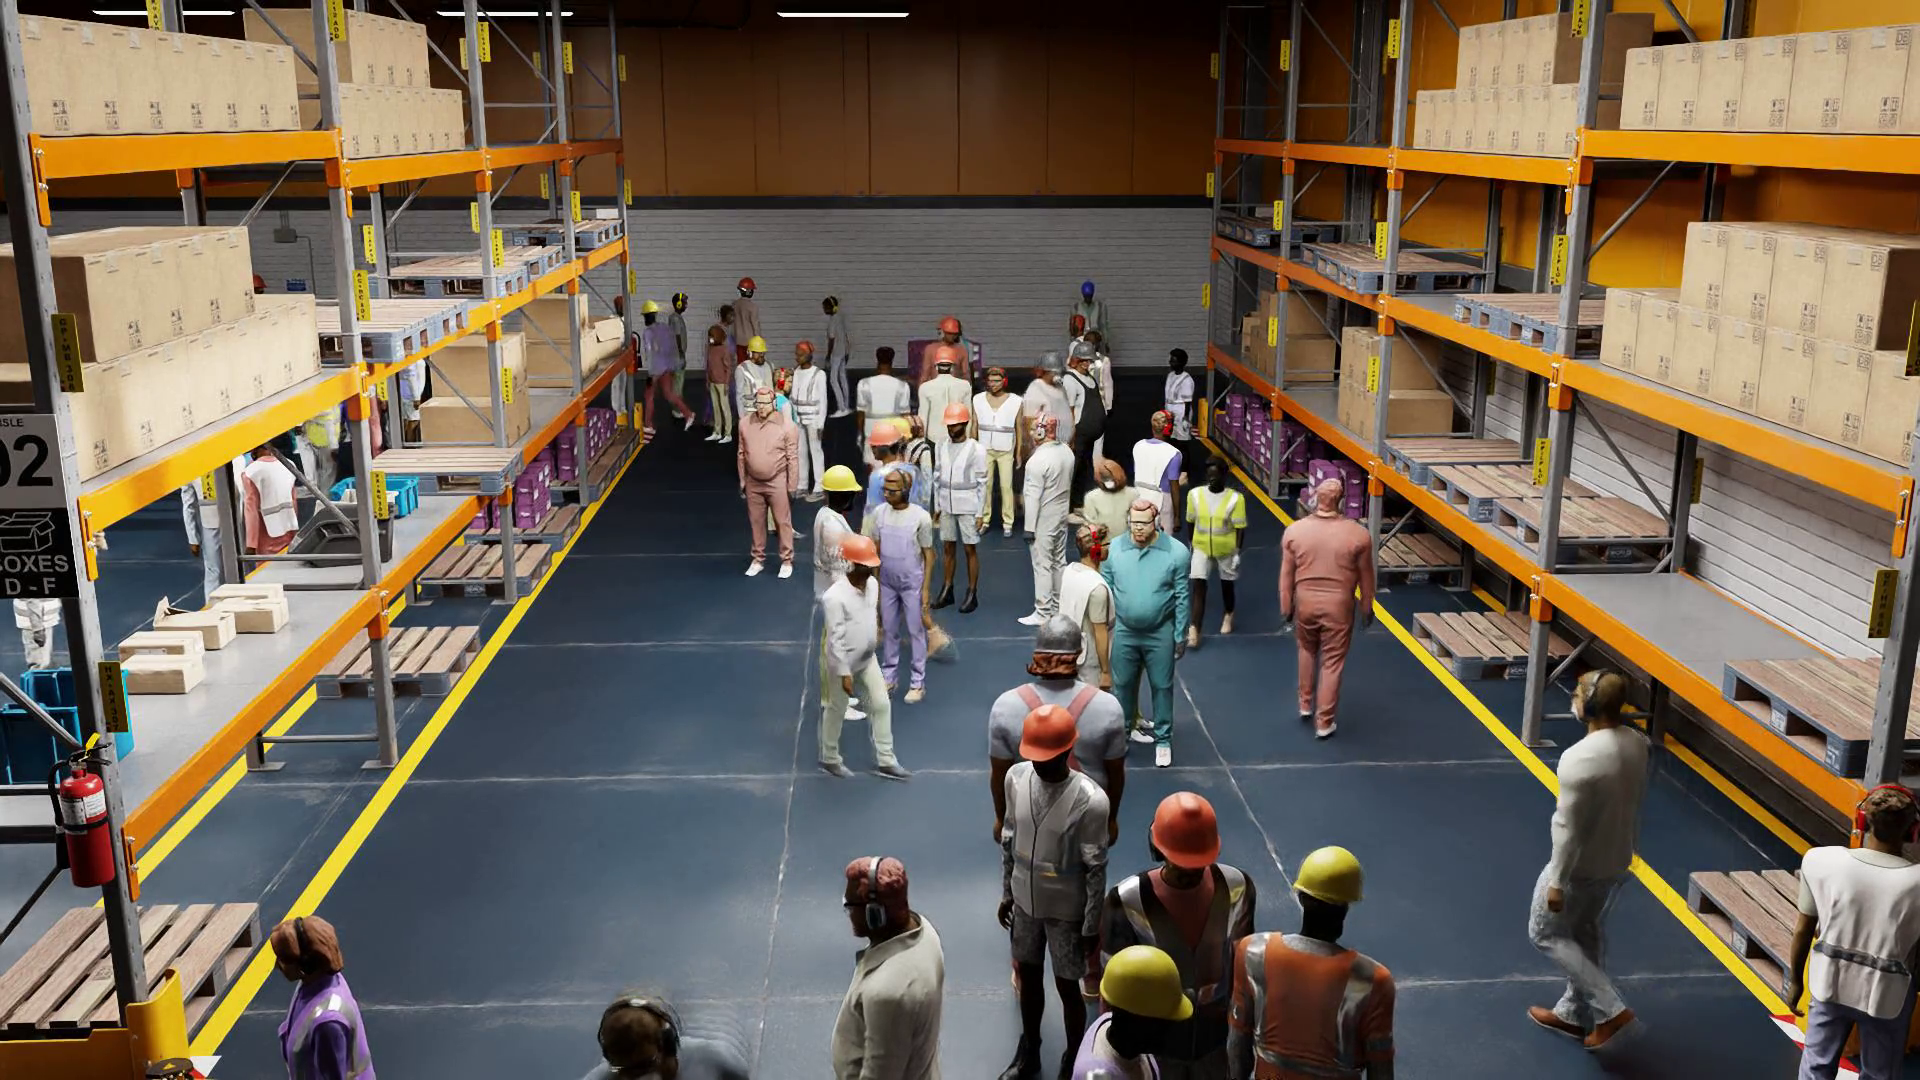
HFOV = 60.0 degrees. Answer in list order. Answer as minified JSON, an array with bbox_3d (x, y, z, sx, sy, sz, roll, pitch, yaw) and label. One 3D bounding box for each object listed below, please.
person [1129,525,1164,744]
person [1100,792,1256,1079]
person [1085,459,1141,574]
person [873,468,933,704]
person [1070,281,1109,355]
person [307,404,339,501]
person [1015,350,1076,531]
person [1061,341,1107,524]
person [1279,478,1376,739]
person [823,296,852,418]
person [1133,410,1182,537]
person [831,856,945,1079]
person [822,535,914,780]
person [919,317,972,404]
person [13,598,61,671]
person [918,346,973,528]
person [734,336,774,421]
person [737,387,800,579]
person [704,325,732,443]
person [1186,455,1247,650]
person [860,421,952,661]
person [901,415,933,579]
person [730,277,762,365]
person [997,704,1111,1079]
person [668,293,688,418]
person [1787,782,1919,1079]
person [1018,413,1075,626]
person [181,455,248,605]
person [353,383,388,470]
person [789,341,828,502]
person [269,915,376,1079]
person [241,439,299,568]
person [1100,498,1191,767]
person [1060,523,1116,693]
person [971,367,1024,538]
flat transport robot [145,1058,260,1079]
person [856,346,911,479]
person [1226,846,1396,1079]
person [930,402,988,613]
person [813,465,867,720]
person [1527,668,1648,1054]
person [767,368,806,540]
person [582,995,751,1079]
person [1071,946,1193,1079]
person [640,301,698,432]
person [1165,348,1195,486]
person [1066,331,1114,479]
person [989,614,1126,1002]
[{"bbox_3d":[1.317,0.639,12.022,0.279,1.633,0.498,4,15,14],"label":"person"},{"bbox_3d":[0.835,1.897,6.310,0.612,2.029,0.407,-4,15,-14],"label":"person"},{"bbox_3d":[1.341,0.061,14.401,0.542,1.577,0.827,-1,14,-4],"label":"person"},{"bbox_3d":[-0.450,0.347,12.751,0.507,1.842,0.339,7,16,27],"label":"person"},{"bbox_3d":[2.034,-3.152,26.356,0.603,1.914,0.945,-1,14,-2],"label":"person"},{"bbox_3d":[-6.989,-1.102,18.318,0.356,1.906,0.627,-9,17,-32],"label":"person"},{"bbox_3d":[0.920,-1.092,18.005,0.671,2.000,0.693,7,16,26],"label":"person"},{"bbox_3d":[1.361,-1.213,18.479,0.536,2.000,0.684,7,16,25],"label":"person"},{"bbox_3d":[2.703,0.473,12.189,0.658,1.881,0.762,7,16,24],"label":"person"},{"bbox_3d":[-1.829,-2.770,25.027,0.314,1.836,0.688,4,15,15],"label":"person"},{"bbox_3d":[1.781,-0.271,15.189,0.383,1.838,0.572,-11,18,-36],"label":"person"},{"bbox_3d":[-0.265,2.036,6.027,0.400,1.895,0.654,2,14,7],"label":"person"},{"bbox_3d":[-0.653,0.815,11.149,0.763,1.720,0.583,11,18,37],"label":"person"},{"bbox_3d":[-0.148,-1.826,21.020,0.654,1.966,0.756,-5,15,-18],"label":"person"},{"bbox_3d":[-6.703,0.613,12.118,0.315,1.636,0.514,-6,15,-22],"label":"person"},{"bbox_3d":[-0.163,-1.125,18.223,0.610,1.996,0.384,-3,15,-11],"label":"person"},{"bbox_3d":[-2.471,-1.584,20.353,0.403,1.830,0.598,13,19,42],"label":"person"},{"bbox_3d":[-1.875,-0.553,16.197,0.634,1.896,0.394,5,15,17],"label":"person"},{"bbox_3d":[-3.344,-2.159,23.004,0.282,1.633,0.498,-13,19,-42],"label":"person"},{"bbox_3d":[2.175,0.080,14.188,0.547,1.642,0.915,6,15,21],"label":"person"},{"bbox_3d":[-0.508,0.003,13.809,1.036,1.998,0.600,6,16,23],"label":"person"},{"bbox_3d":[-0.446,-0.404,16.106,0.308,1.639,0.524,-9,17,-33],"label":"person"},{"bbox_3d":[-3.314,-3.090,25.938,0.623,1.993,0.385,12,19,39],"label":"person"},{"bbox_3d":[0.399,1.644,7.510,0.549,1.925,0.387,11,18,36],"label":"person"},{"bbox_3d":[-4.190,-2.765,24.927,0.328,1.865,0.520,-5,15,-17],"label":"person"},{"bbox_3d":[3.660,1.876,6.763,0.562,1.837,0.388,11,18,37],"label":"person"},{"bbox_3d":[0.751,-0.184,14.728,0.399,1.900,0.644,9,17,32],"label":"person"},{"bbox_3d":[-6.393,-0.094,14.364,0.403,1.908,0.597,11,18,36],"label":"person"},{"bbox_3d":[-7.554,-1.866,21.165,0.617,1.984,0.410,4,15,17],"label":"person"},{"bbox_3d":[-1.793,-1.395,19.508,0.579,1.883,0.345,12,19,40],"label":"person"},{"bbox_3d":[-2.317,2.139,6.144,0.319,1.631,0.524,-7,16,-26],"label":"person"},{"bbox_3d":[-5.858,-0.050,14.192,0.408,1.907,0.598,4,15,14],"label":"person"},{"bbox_3d":[1.260,0.636,11.515,0.645,1.900,0.399,4,15,15],"label":"person"},{"bbox_3d":[0.835,0.792,10.992,0.390,1.850,0.564,-5,15,-19],"label":"person"},{"bbox_3d":[0.395,-0.944,17.811,0.570,1.844,0.379,3,15,13],"label":"person"},{"bbox_3d":[-3.394,2.632,6.915,0.652,0.197,1.431,1,14,5],"label":"flat transport robot"},{"bbox_3d":[-0.854,-1.190,18.570,0.628,1.948,0.551,-1,14,-4],"label":"person"},{"bbox_3d":[1.244,2.017,6.048,0.656,1.919,0.384,7,16,27],"label":"person"},{"bbox_3d":[-0.016,-0.297,15.087,0.546,1.939,0.375,9,17,31],"label":"person"},{"bbox_3d":[-0.905,0.387,12.428,0.370,1.927,0.588,-3,15,-12],"label":"person"},{"bbox_3d":[3.017,1.543,7.898,0.644,1.919,0.513,-12,19,-39],"label":"person"},{"bbox_3d":[-1.924,-0.913,17.709,0.388,1.837,0.563,-10,17,-33],"label":"person"},{"bbox_3d":[-1.009,2.207,5.428,0.673,1.877,0.937,-8,16,-28],"label":"person"},{"bbox_3d":[0.528,2.189,5.386,0.401,1.915,0.591,3,15,11],"label":"person"},{"bbox_3d":[-4.225,-2.449,23.666,0.857,1.886,0.631,6,15,22],"label":"person"},{"bbox_3d":[2.667,-1.499,20.306,0.319,1.694,0.535,-6,15,-21],"label":"person"},{"bbox_3d":[1.633,-1.688,20.742,0.635,1.842,0.429,9,17,31],"label":"person"},{"bbox_3d":[0.491,1.348,8.426,0.675,2.000,0.537,1,14,4],"label":"person"}]
